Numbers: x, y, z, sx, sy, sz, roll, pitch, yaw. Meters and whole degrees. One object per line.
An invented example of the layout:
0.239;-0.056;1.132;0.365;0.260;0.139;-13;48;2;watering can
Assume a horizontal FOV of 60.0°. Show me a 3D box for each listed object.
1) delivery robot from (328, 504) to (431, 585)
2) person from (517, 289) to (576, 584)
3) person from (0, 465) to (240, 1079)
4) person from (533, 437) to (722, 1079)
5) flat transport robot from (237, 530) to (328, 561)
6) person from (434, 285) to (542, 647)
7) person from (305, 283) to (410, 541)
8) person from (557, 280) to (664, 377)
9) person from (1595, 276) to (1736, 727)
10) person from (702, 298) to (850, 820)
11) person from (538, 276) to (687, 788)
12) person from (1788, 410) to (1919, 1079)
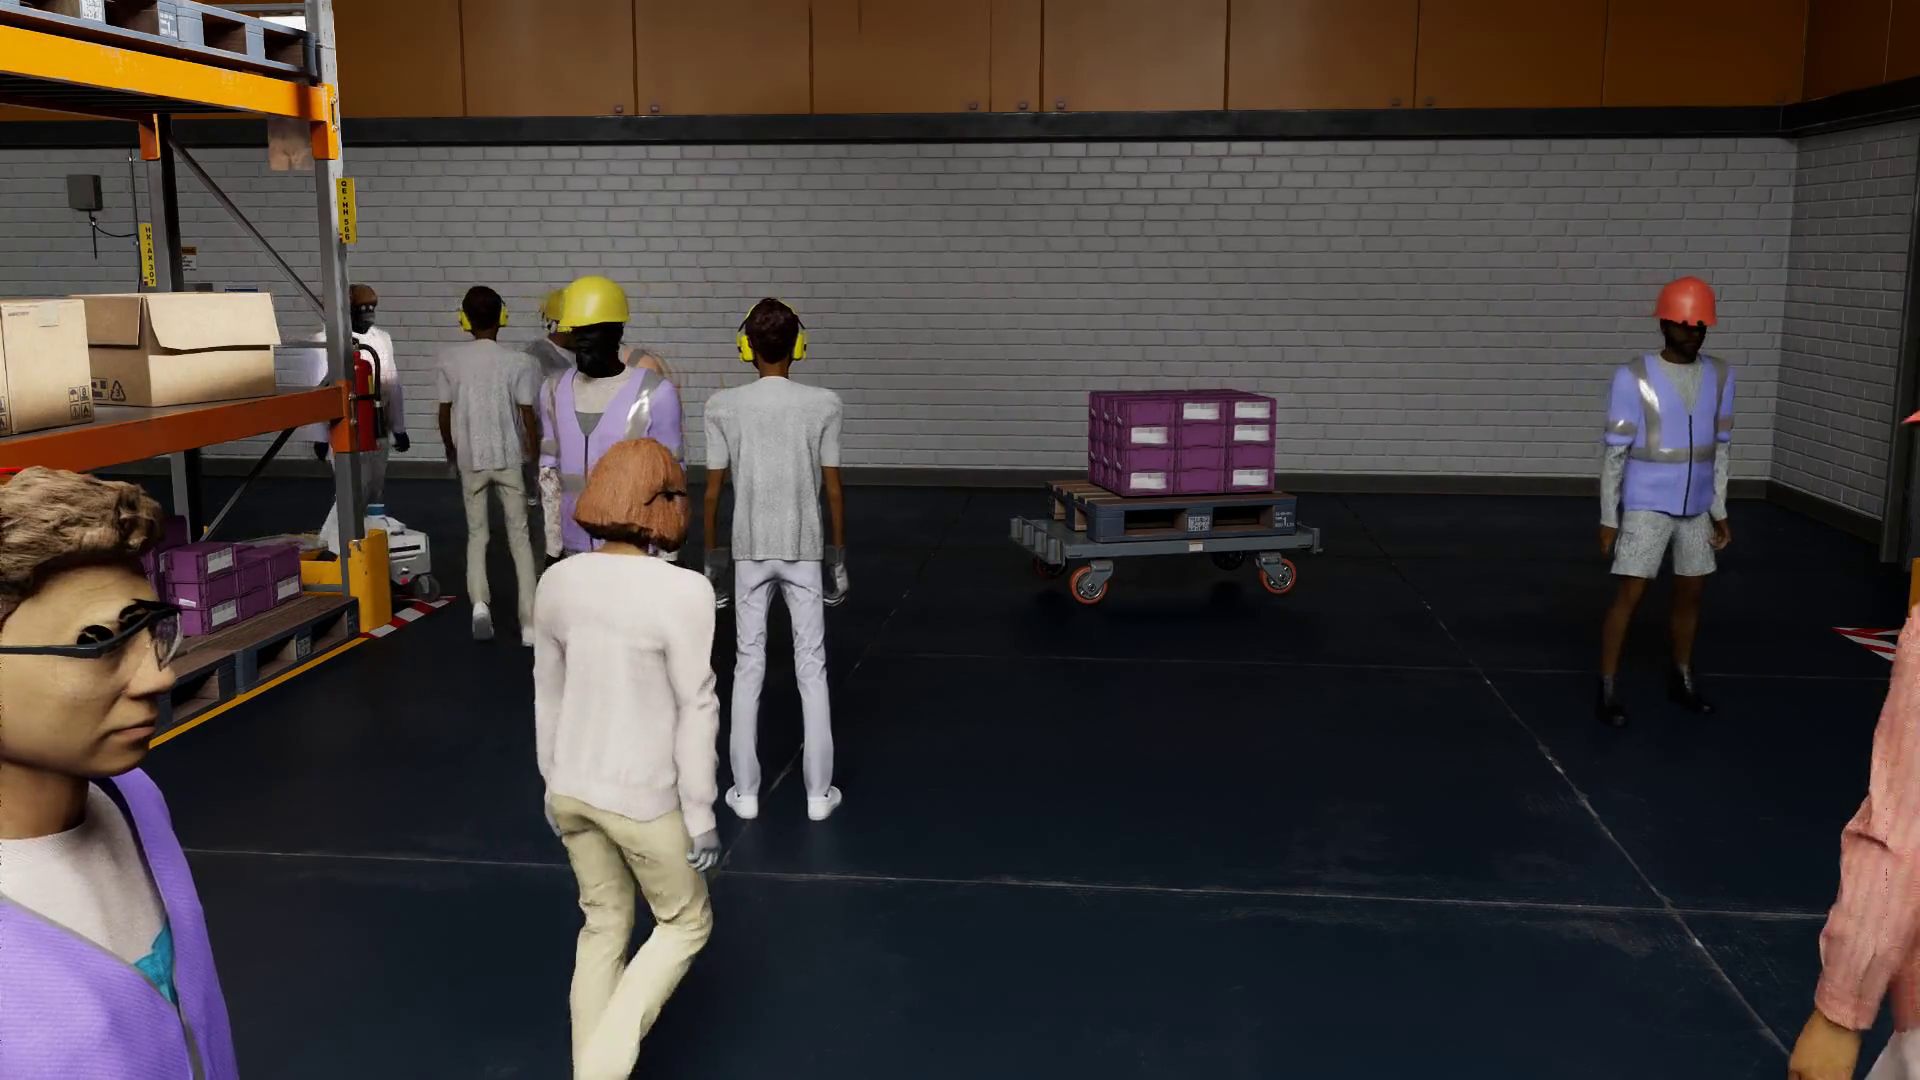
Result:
-3.353;0.035;9.591;0.477;0.478;0.707;-9;13;-42;delivery robot
-2.209;-0.548;9.638;0.796;1.792;0.586;3;10;17;person
-0.841;0.846;1.525;0.372;1.843;0.570;-1;10;-7;person
-0.753;0.581;3.694;0.548;1.608;0.415;6;12;33;person
-4.223;0.147;10.031;0.652;0.197;1.431;6;12;30;flat transport robot
-2.365;-0.362;8.445;0.526;1.845;0.458;-2;10;-9;person
-3.722;-0.673;10.312;0.440;1.824;0.629;4;11;22;person
-1.481;-0.208;7.427;0.643;1.887;0.607;8;13;39;person
3.039;-0.165;7.133;0.559;1.928;0.402;-1;10;-8;person
-0.666;0.074;5.945;0.534;1.856;0.367;0;10;0;person
-1.297;-0.004;6.156;0.589;1.927;0.386;3;10;19;person
1.548;0.646;2.385;0.611;1.957;0.991;-7;12;-34;person
